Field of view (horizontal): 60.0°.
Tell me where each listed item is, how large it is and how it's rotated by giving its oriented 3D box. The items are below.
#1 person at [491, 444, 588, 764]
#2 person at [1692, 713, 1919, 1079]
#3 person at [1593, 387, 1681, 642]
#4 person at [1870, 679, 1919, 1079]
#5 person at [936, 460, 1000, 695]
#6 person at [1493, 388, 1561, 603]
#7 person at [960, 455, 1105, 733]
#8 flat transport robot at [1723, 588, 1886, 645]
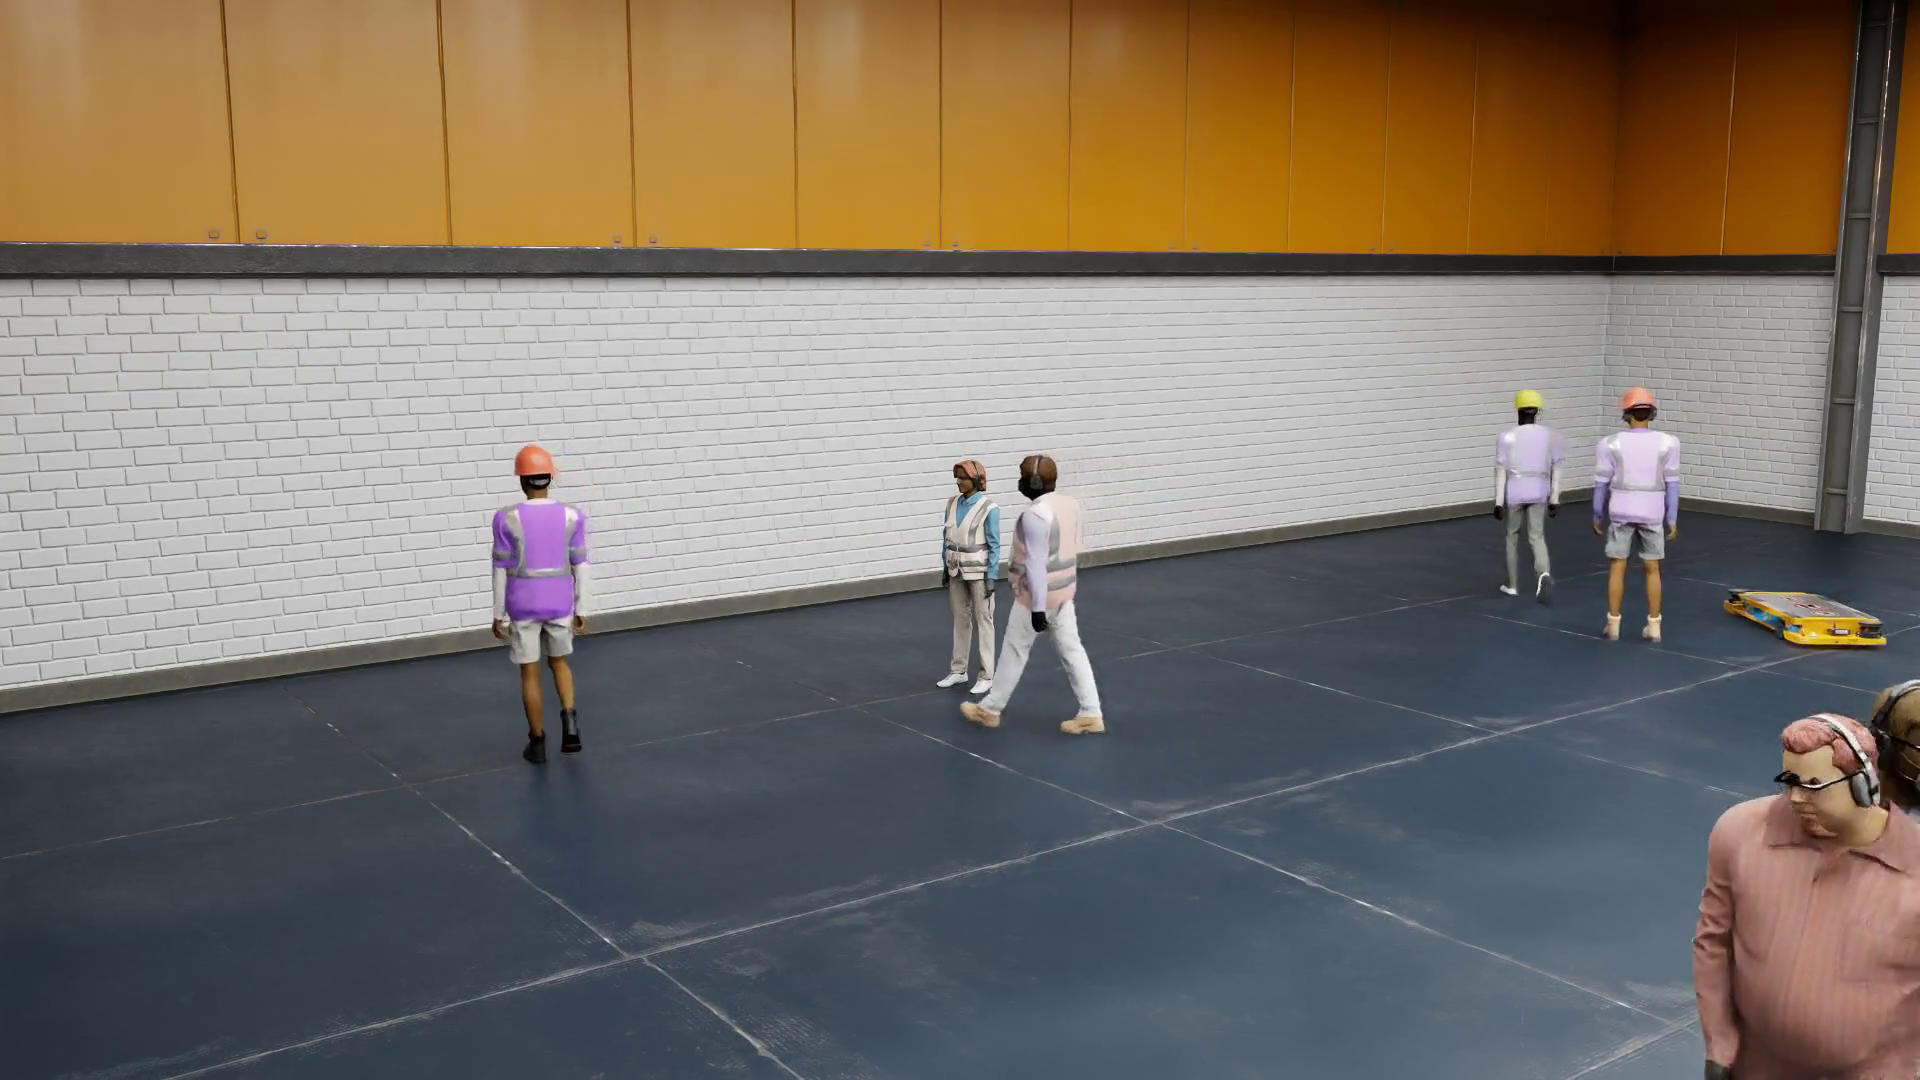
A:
[{"bbox_3d":[-2.510,0.393,9.944,0.552,1.924,0.445,-5,11,-30],"label":"person"},{"bbox_3d":[2.231,1.357,4.192,0.907,1.872,0.394,9,13,43],"label":"person"},{"bbox_3d":[5.378,-0.201,13.246,0.628,2.034,0.397,3,10,18],"label":"person"},{"bbox_3d":[2.404,1.294,4.389,0.645,1.927,0.392,-3,10,-17],"label":"person"},{"bbox_3d":[0.072,0.254,11.657,0.511,1.638,0.309,9,13,43],"label":"person"},{"bbox_3d":[5.070,-0.394,14.839,0.600,1.906,0.798,0,9,1],"label":"person"},{"bbox_3d":[0.500,0.347,10.607,0.987,1.791,0.645,5,10,27],"label":"person"},{"bbox_3d":[6.885,0.619,13.611,0.652,0.197,1.431,0,9,1],"label":"flat transport robot"}]
